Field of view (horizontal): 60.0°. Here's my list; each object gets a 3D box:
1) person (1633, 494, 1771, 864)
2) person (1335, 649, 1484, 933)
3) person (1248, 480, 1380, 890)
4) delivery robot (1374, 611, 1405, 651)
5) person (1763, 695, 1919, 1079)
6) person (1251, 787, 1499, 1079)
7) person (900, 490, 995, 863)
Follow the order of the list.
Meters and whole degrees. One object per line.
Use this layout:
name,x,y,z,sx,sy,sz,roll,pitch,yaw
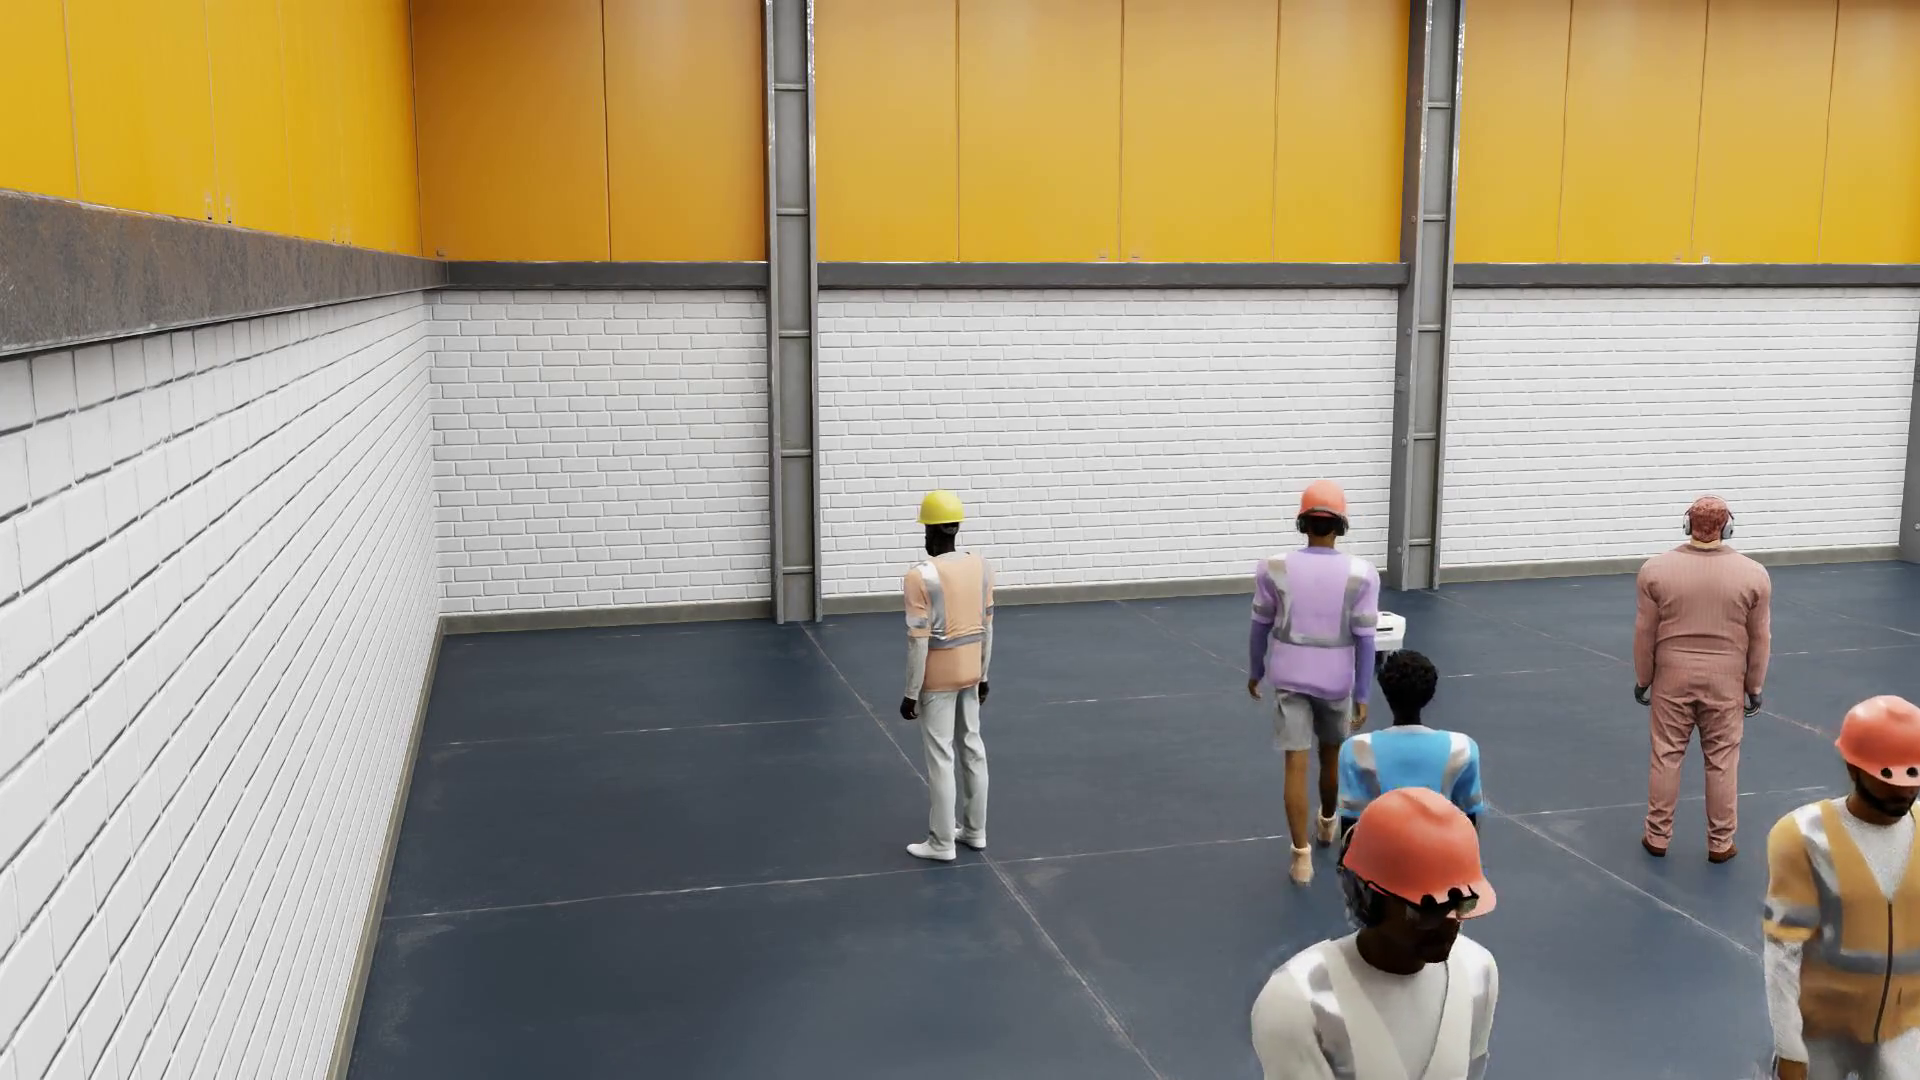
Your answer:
person,3.810,0.714,8.583,0.642,1.909,0.408,4,10,23
person,1.663,1.226,6.187,0.535,1.653,0.885,2,9,12
person,1.787,0.684,8.463,0.637,1.994,1.001,2,9,12
delivery robot,3.023,0.687,12.667,0.707,0.478,0.477,-3,10,-19
person,2.520,1.365,4.579,0.556,1.885,0.965,0,9,0
person,0.902,1.497,3.391,0.616,2.009,0.890,-3,10,-20
person,-0.080,0.700,8.604,0.591,1.926,0.387,-8,12,-43
